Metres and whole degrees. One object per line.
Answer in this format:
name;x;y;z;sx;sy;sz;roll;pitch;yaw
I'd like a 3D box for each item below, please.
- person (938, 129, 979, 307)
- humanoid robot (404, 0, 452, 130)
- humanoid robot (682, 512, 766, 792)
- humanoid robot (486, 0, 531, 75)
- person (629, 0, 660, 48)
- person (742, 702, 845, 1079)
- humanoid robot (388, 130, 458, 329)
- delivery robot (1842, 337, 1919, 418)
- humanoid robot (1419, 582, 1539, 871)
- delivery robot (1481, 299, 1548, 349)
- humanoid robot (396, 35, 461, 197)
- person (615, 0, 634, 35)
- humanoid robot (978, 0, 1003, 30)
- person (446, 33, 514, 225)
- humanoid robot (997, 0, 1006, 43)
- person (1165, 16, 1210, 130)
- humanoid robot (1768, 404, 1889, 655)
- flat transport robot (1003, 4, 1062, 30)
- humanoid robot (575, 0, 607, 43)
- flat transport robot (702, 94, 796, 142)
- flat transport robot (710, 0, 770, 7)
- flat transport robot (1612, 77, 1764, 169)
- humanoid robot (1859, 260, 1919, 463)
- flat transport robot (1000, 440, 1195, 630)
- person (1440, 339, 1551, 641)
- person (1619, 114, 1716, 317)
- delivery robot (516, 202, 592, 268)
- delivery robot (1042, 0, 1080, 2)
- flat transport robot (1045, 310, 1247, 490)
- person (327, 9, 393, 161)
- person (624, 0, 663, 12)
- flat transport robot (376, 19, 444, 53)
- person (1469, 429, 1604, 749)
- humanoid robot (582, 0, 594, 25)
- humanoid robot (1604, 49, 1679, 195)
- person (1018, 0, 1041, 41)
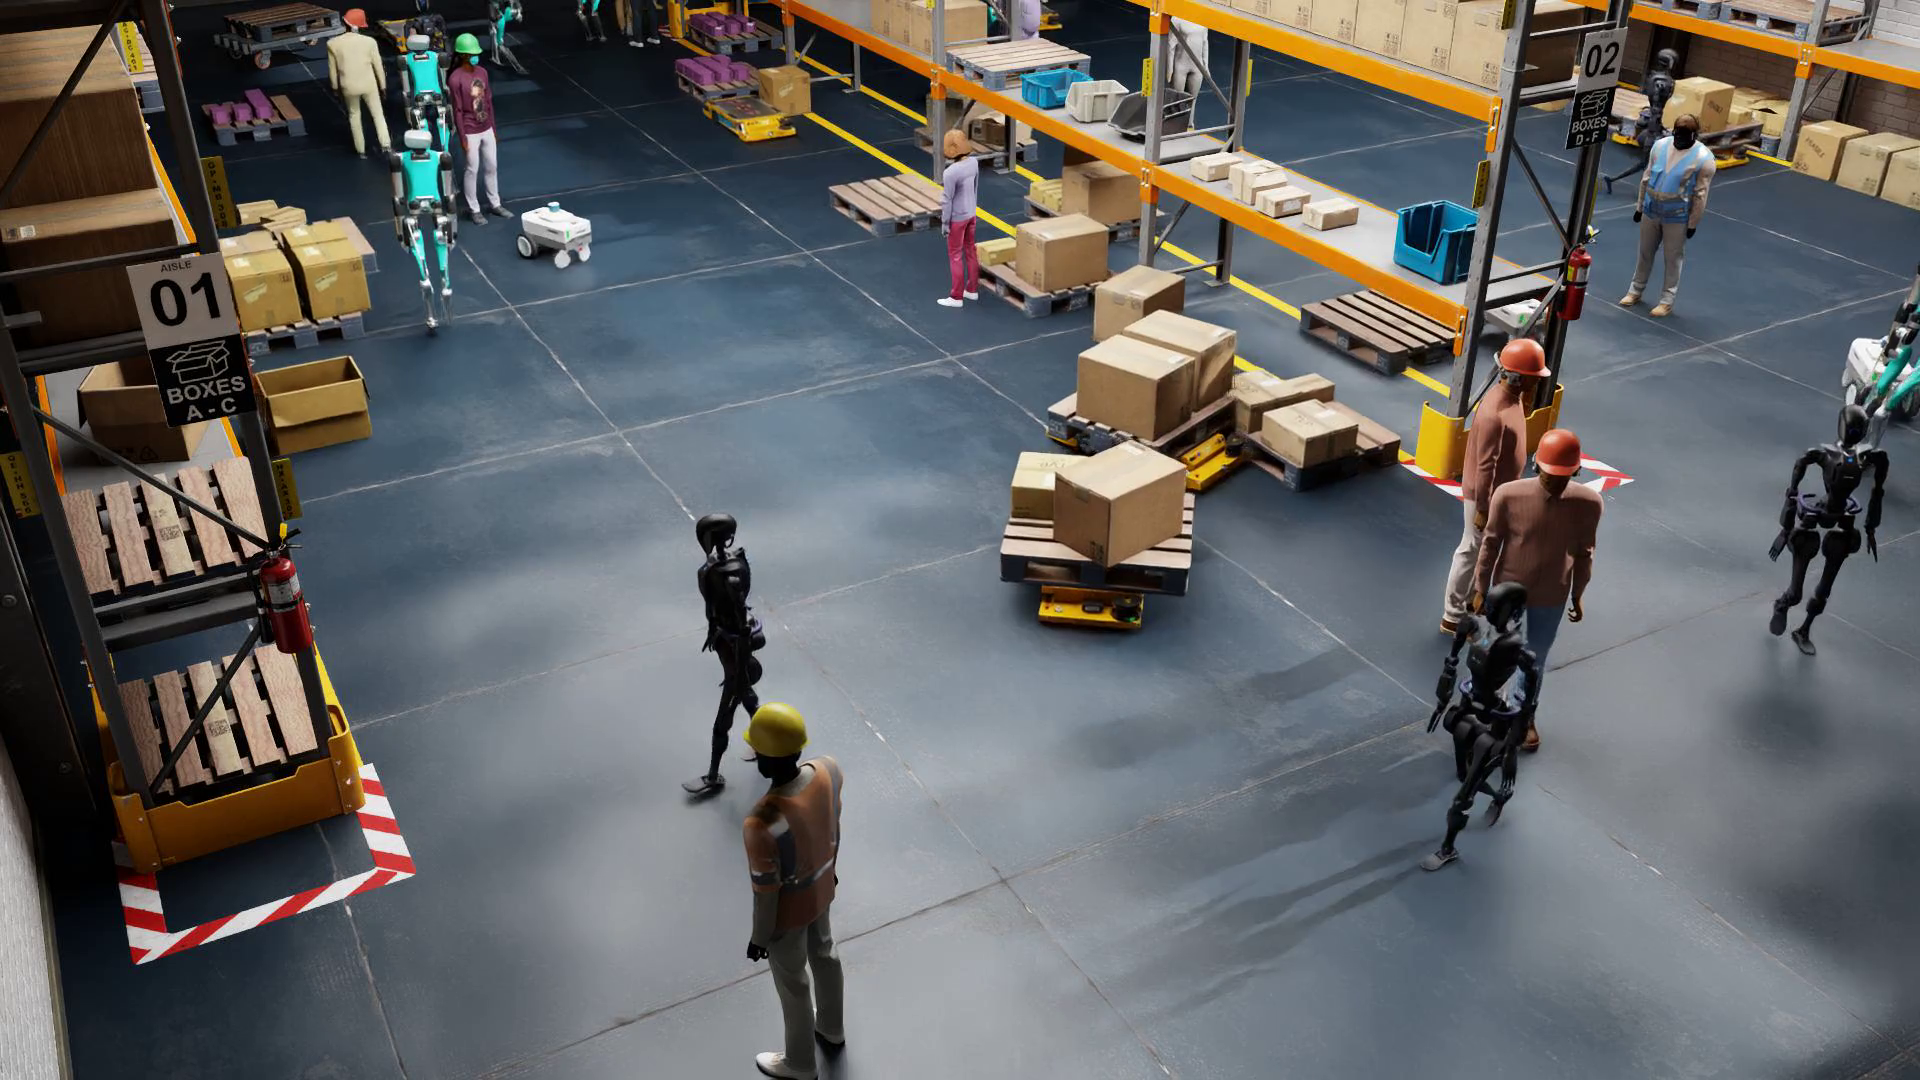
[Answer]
person;-0.008;-2.921;15.131;0.288;1.629;0.498;19;35;30
humanoid robot;-6.372;-5.747;20.000;0.588;1.648;0.347;-25;38;-37
humanoid robot;-1.287;0.580;9.002;0.656;1.634;0.613;-13;32;-22
humanoid robot;-6.253;-7.121;22.383;1.042;1.757;0.558;23;37;34
person;-4.580;-8.008;23.779;0.508;1.840;0.335;-24;38;-36
person;-0.724;1.512;7.115;0.375;1.925;0.593;16;34;26
humanoid robot;-4.591;-2.584;14.469;0.571;1.810;0.813;-10;31;-17
delivery robot;7.444;-1.329;13.449;0.499;0.608;0.786;6;30;10
humanoid robot;2.704;0.910;8.454;0.741;1.635;0.593;-17;34;-27
delivery robot;4.823;-1.994;14.594;0.499;0.595;0.792;-10;31;-17
humanoid robot;-5.547;-4.381;17.427;0.533;1.677;0.735;-7;31;-12
person;-4.948;-8.250;24.298;0.571;1.734;0.625;-1;30;-2
humanoid robot;0.225;-7.125;22.384;0.572;1.788;0.812;-25;38;-36
person;-4.973;-4.223;17.085;0.435;1.943;0.496;18;34;28
humanoid robot;0.701;-7.751;23.498;0.564;1.634;0.592;10;31;17
person;2.651;-5.529;19.403;0.572;1.897;0.360;-12;32;-20
humanoid robot;5.279;-0.071;10.119;0.608;1.651;0.373;3;30;6
flat transport robot;0.996;-7.999;25.335;0.659;0.231;1.431;-9;31;-15
humanoid robot;-5.339;-8.027;23.857;0.538;1.740;0.661;10;31;17
flat transport robot;-2.610;-5.201;20.464;0.659;0.231;1.431;-15;33;-25
flat transport robot;-3.262;-8.685;26.528;1.431;0.231;0.659;-8;31;-13
flat transport robot;8.431;-4.628;19.466;0.659;0.231;1.431;-15;33;-25
humanoid robot;6.966;-1.288;12.246;0.810;1.827;0.553;-18;34;-28
flat transport robot;0.936;0.136;11.173;0.659;0.231;1.431;5;30;8
person;3.282;-0.311;10.233;0.402;1.986;0.610;14;33;23
person;6.350;-2.919;14.928;0.431;1.838;0.630;-20;35;-30
delivery robot;-3.996;-3.033;16.400;0.764;0.592;0.521;20;35;31
delivery robot;1.618;-8.954;26.706;0.768;0.591;0.499;-9;31;-15
flat transport robot;1.420;-0.776;12.761;1.431;0.231;0.659;22;37;34
person;-6.850;-5.155;18.938;0.627;1.715;0.669;-8;31;-14
person;-5.011;-9.096;25.711;0.697;1.807;0.432;-21;36;-33
flat transport robot;-7.997;-7.350;24.204;0.659;0.231;1.431;-16;34;-26
person;3.156;0.281;9.190;0.618;1.992;0.394;3;30;6
humanoid robot;-5.715;-8.653;25.107;0.620;1.646;0.583;-2;30;-3
humanoid robot;7.327;-4.406;17.701;0.661;1.641;0.608;15;33;25
person;0.737;-6.379;20.914;0.919;1.868;0.651;21;36;32
